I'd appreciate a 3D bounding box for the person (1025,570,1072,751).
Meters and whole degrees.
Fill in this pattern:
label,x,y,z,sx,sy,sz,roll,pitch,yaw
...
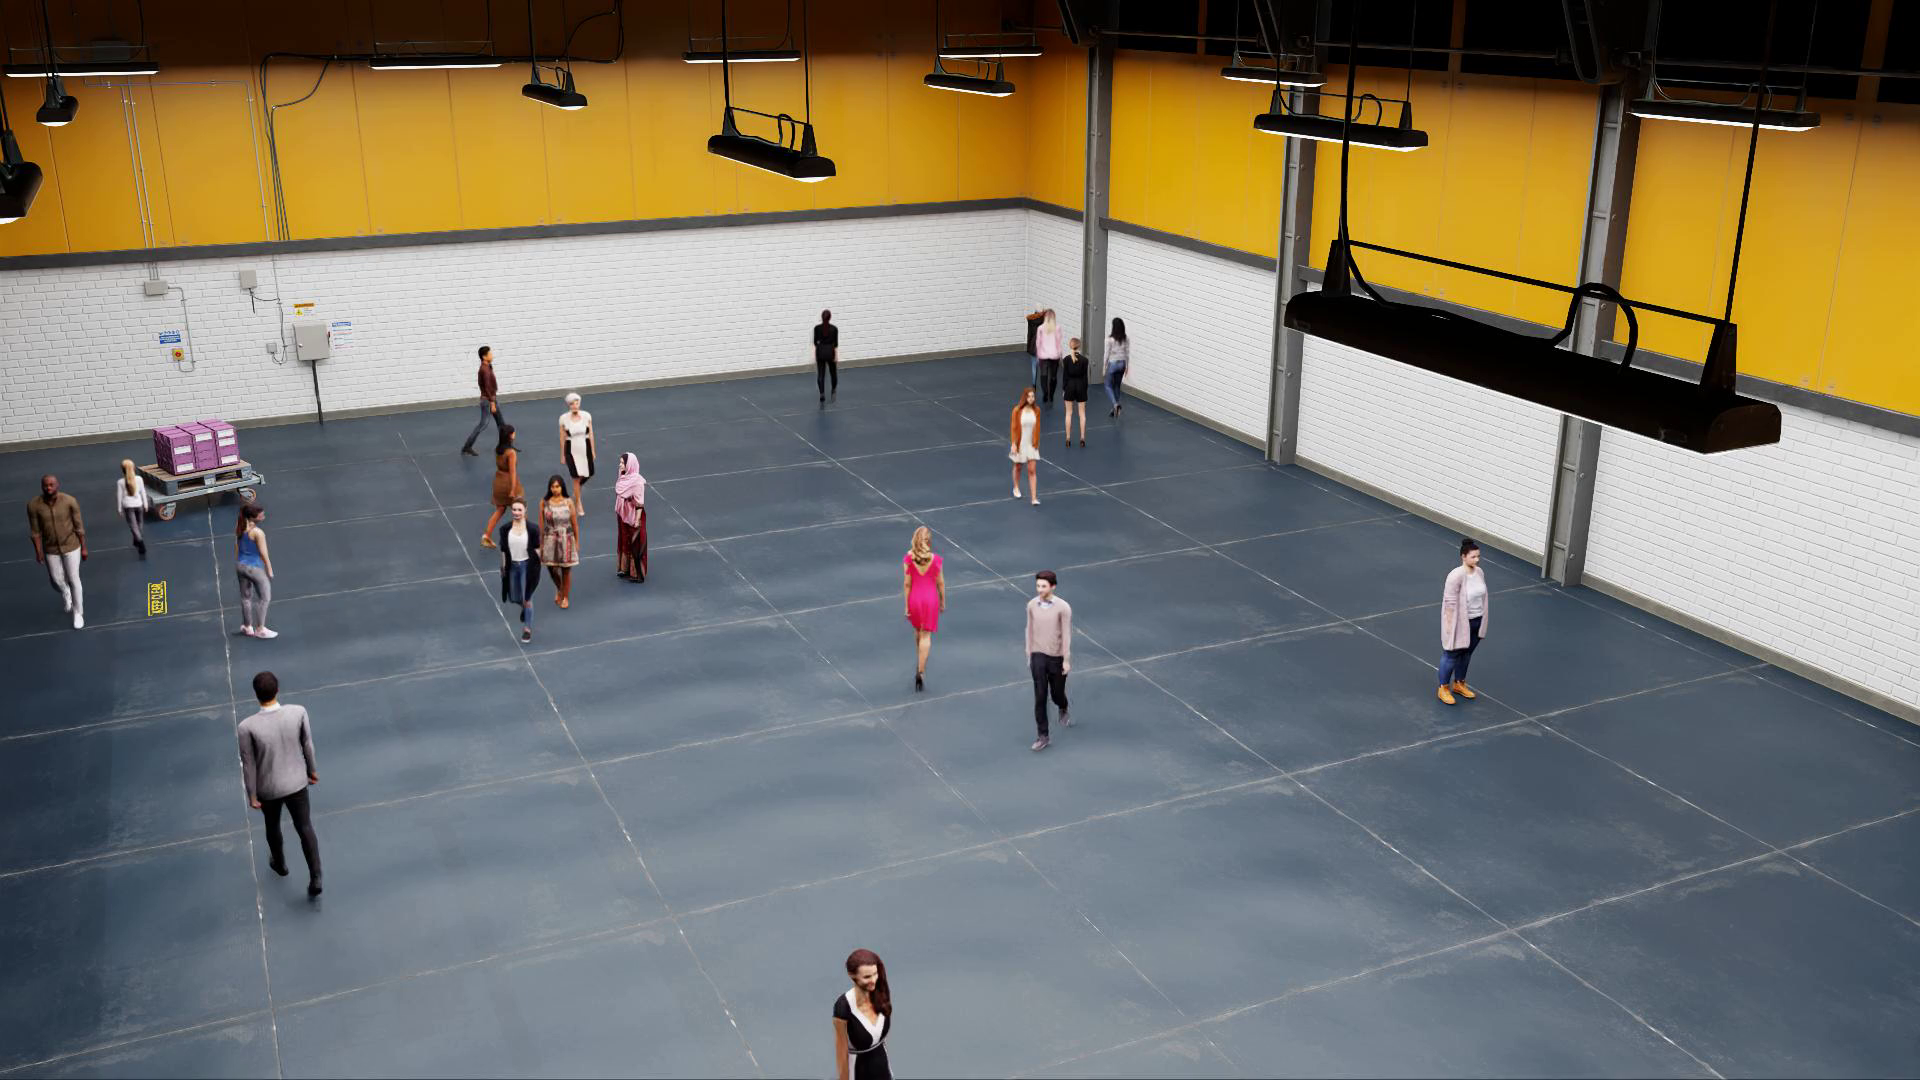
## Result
label,x,y,z,sx,sy,sz,roll,pitch,yaw
person,0.893,1.128,16.156,0.975,1.793,1.010,8,20,24

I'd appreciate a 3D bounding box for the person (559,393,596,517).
label,x,y,z,sx,sy,sz,roll,pitch,yaw
person,-5.351,-1.212,23.213,0.628,1.725,0.867,-6,20,-17

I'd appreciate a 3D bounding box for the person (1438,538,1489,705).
label,x,y,z,sx,sy,sz,roll,pitch,yaw
person,5.181,0.820,17.150,0.714,1.743,0.663,-12,22,-31

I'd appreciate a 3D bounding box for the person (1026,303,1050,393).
label,x,y,z,sx,sy,sz,roll,pitch,yaw
person,1.440,-3.505,30.164,0.739,1.633,0.763,1,19,4

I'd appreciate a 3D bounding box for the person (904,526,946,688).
label,x,y,z,sx,sy,sz,roll,pitch,yaw
person,-0.393,0.731,17.520,0.924,1.675,1.129,2,19,5

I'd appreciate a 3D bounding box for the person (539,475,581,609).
label,x,y,z,sx,sy,sz,roll,pitch,yaw
person,-4.751,-0.009,19.775,0.726,1.638,0.754,-3,19,-8

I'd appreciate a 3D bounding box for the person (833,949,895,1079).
label,x,y,z,sx,sy,sz,roll,pitch,yaw
person,-0.627,3.220,9.957,0.688,1.785,0.755,-17,25,-40

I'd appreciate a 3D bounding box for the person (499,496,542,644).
label,x,y,z,sx,sy,sz,roll,pitch,yaw
person,-4.947,0.300,18.804,0.796,1.672,0.936,-1,19,-4

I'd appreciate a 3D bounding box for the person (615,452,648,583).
label,x,y,z,sx,sy,sz,roll,pitch,yaw
person,-4.086,-0.302,20.649,0.667,1.637,0.802,17,25,42

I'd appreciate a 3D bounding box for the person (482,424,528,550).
label,x,y,z,sx,sy,sz,roll,pitch,yaw
person,-5.958,-0.649,21.655,0.921,1.652,1.055,-17,25,-42

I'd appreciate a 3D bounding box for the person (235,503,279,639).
label,x,y,z,sx,sy,sz,roll,pitch,yaw
person,-8.068,0.334,18.837,0.725,1.587,0.827,4,19,12

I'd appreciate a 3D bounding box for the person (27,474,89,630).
label,x,y,z,sx,sy,sz,roll,pitch,yaw
person,-10.374,0.091,19.216,0.734,1.806,0.877,-8,20,-22

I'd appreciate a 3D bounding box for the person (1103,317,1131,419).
label,x,y,z,sx,sy,sz,roll,pitch,yaw
person,2.638,-2.837,27.956,0.697,1.777,0.950,-5,19,-15

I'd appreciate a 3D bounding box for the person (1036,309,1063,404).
label,x,y,z,sx,sy,sz,roll,pitch,yaw
person,1.571,-3.203,29.211,0.854,1.671,1.020,1,19,3

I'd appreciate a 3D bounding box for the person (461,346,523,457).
label,x,y,z,sx,sy,sz,roll,pitch,yaw
person,-7.433,-2.123,25.889,0.916,1.743,1.152,-3,19,-10

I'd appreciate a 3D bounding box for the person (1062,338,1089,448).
label,x,y,z,sx,sy,sz,roll,pitch,yaw
person,1.835,-2.355,26.539,0.651,1.768,0.675,2,19,6

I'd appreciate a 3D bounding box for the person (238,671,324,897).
label,x,y,z,sx,sy,sz,roll,pitch,yaw
person,-5.438,1.982,13.423,0.871,1.919,1.257,-12,22,-32

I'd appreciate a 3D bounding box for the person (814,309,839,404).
label,x,y,z,sx,sy,sz,roll,pitch,yaw
person,-2.381,-3.192,29.269,0.918,1.611,1.165,1,19,2

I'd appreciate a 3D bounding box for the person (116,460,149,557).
label,x,y,z,sx,sy,sz,roll,pitch,yaw
person,-10.693,-0.399,21.536,0.680,1.254,0.944,-16,25,-40

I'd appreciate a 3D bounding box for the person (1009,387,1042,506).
label,x,y,z,sx,sy,sz,roll,pitch,yaw
person,0.888,-1.359,23.726,0.797,1.675,1.154,-4,19,-10
